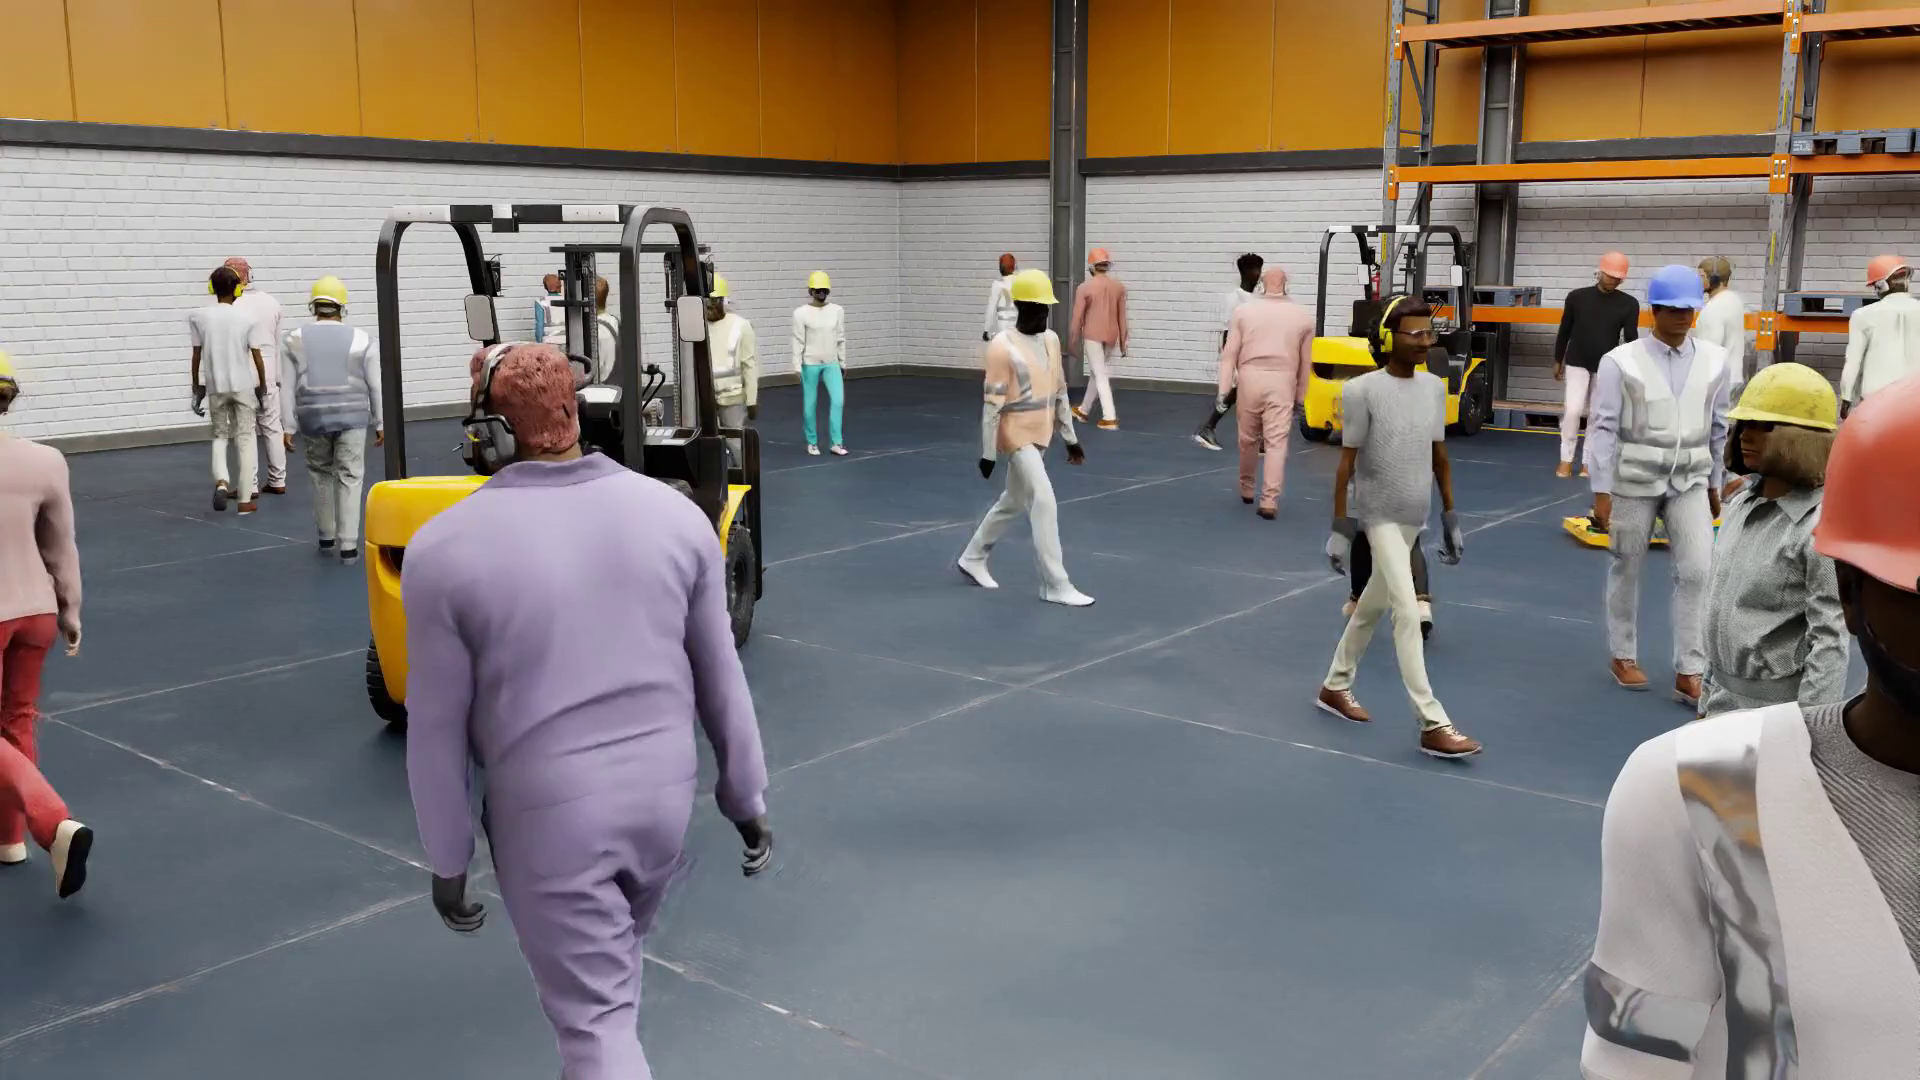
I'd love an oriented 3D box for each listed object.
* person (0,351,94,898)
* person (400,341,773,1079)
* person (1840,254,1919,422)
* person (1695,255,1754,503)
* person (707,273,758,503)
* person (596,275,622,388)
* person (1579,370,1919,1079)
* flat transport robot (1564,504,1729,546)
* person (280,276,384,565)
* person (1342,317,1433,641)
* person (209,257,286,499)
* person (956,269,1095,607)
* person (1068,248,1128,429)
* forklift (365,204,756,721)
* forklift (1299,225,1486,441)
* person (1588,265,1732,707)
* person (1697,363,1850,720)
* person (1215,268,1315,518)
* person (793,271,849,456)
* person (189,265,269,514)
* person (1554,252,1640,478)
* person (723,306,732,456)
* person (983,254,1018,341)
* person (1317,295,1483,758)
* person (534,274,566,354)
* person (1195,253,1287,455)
[{"bbox_3d":[-2.975,0.241,5.183,0.761,1.743,0.525,5,11,27],"label":"person"},{"bbox_3d":[-0.704,0.539,3.276,0.684,1.852,0.924,-9,13,-40],"label":"person"},{"bbox_3d":[6.542,-1.016,11.634,0.655,1.943,0.851,2,10,11],"label":"person"},{"bbox_3d":[5.638,-1.157,12.436,0.455,1.920,0.645,7,13,35],"label":"person"},{"bbox_3d":[-1.804,-1.109,12.544,0.603,1.802,0.878,1,10,7],"label":"person"},{"bbox_3d":[-2.334,-0.878,11.196,0.801,1.820,0.523,3,11,14],"label":"person"},{"bbox_3d":[0.862,0.795,1.578,0.545,1.938,0.355,2,10,11],"label":"person"},{"bbox_3d":[4.883,-0.103,11.177,1.431,0.197,0.652,1,10,5],"label":"flat transport robot"},{"bbox_3d":[-3.985,-0.772,10.639,0.614,1.798,0.778,-3,11,-15],"label":"person"},{"bbox_3d":[2.214,-0.326,8.549,0.534,1.667,0.841,-1,10,-6],"label":"person"},{"bbox_3d":[-5.645,-1.273,13.138,0.399,1.905,0.642,5,12,27],"label":"person"},{"bbox_3d":[0.335,-0.594,9.440,0.979,1.881,0.589,6,12,32],"label":"person"},{"bbox_3d":[1.466,-2.203,18.176,0.642,1.937,1.008,-6,12,-30],"label":"person"},{"bbox_3d":[-1.766,-0.406,7.525,1.214,2.155,2.313,1,10,7],"label":"forklift"},{"bbox_3d":[4.449,-2.115,16.993,1.214,2.155,2.313,8,13,38],"label":"forklift"},{"bbox_3d":[3.094,-0.225,7.263,0.652,1.918,0.836,0,10,1],"label":"person"},{"bbox_3d":[1.958,0.439,4.084,0.289,1.746,0.487,-1,10,-5],"label":"person"},{"bbox_3d":[2.272,-1.113,12.467,0.721,1.826,1.030,1,10,8],"label":"person"},{"bbox_3d":[-1.282,-1.637,15.586,0.560,1.741,0.700,-5,11,-25],"label":"person"},{"bbox_3d":[-5.403,-1.096,12.294,0.544,1.852,0.449,-2,10,-12],"label":"person"},{"bbox_3d":[5.384,-1.463,14.108,0.645,1.932,0.666,3,11,17],"label":"person"},{"bbox_3d":[-2.374,-1.656,15.637,0.534,1.767,0.318,-9,13,-40],"label":"person"},{"bbox_3d":[0.546,-2.730,21.347,0.615,1.844,0.912,-8,13,-39],"label":"person"},{"bbox_3d":[1.795,-0.078,6.748,0.545,1.818,0.968,-6,12,-30],"label":"person"},{"bbox_3d":[-4.760,-2.304,19.575,0.515,1.640,0.315,-9,14,-41],"label":"person"},{"bbox_3d":[2.674,-1.776,15.886,0.983,1.926,0.614,7,12,33],"label":"person"}]
